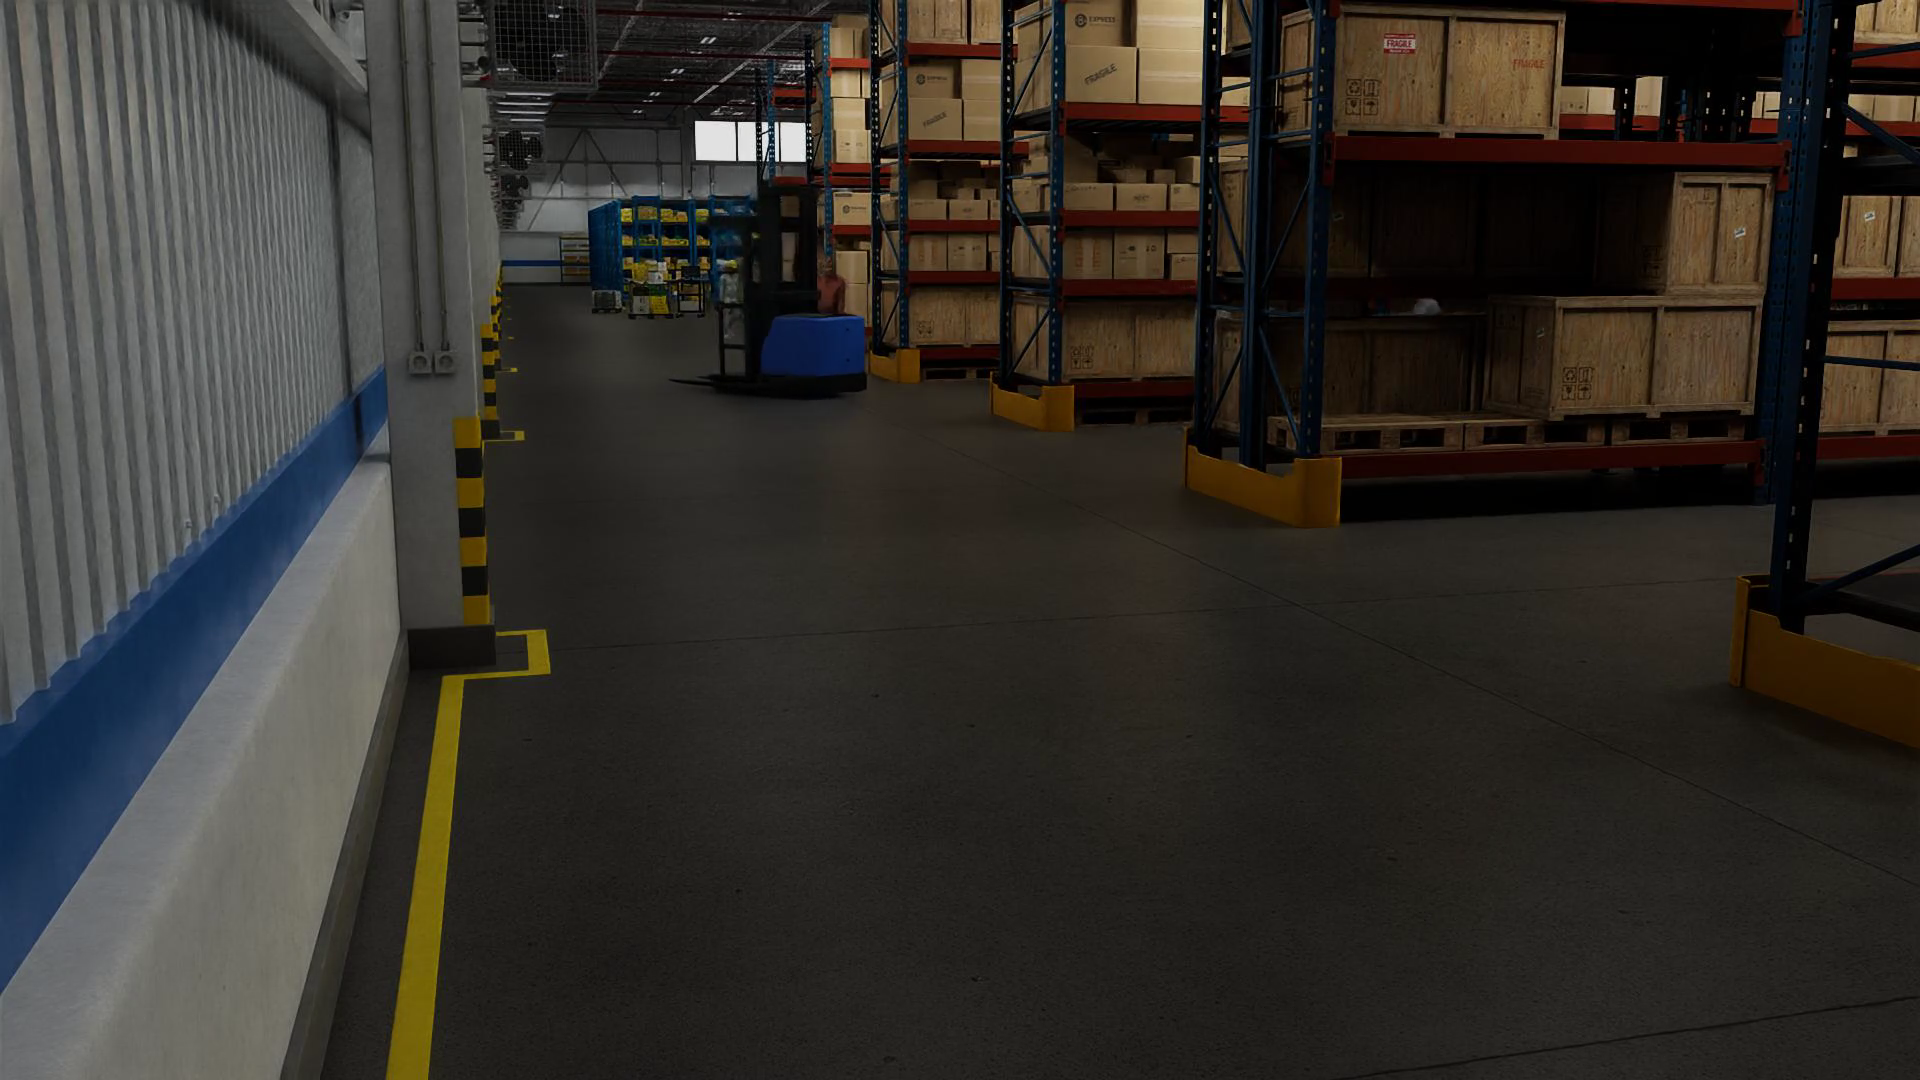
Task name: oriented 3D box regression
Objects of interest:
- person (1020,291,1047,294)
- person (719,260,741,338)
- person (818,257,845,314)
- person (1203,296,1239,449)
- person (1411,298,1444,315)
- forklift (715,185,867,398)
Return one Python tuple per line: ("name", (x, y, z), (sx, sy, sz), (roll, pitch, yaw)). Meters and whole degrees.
("person", (1.025, -3.145, 24.171), (0.459, 1.825, 0.656), (-3, 10, -15))
("person", (-5.119, -5.345, 36.914), (0.564, 1.717, 0.400), (-8, 13, -39))
("person", (-2.158, -3.550, 26.365), (0.658, 1.863, 0.874), (-2, 10, -14))
("person", (2.603, -1.759, 16.642), (0.594, 1.720, 0.625), (1, 10, 4))
("person", (4.663, -1.724, 16.280), (0.919, 1.766, 0.627), (0, 10, -1))
("forklift", (-2.290, -3.391, 22.574), (1.873, 2.768, 1.129), (7, 12, 35))
